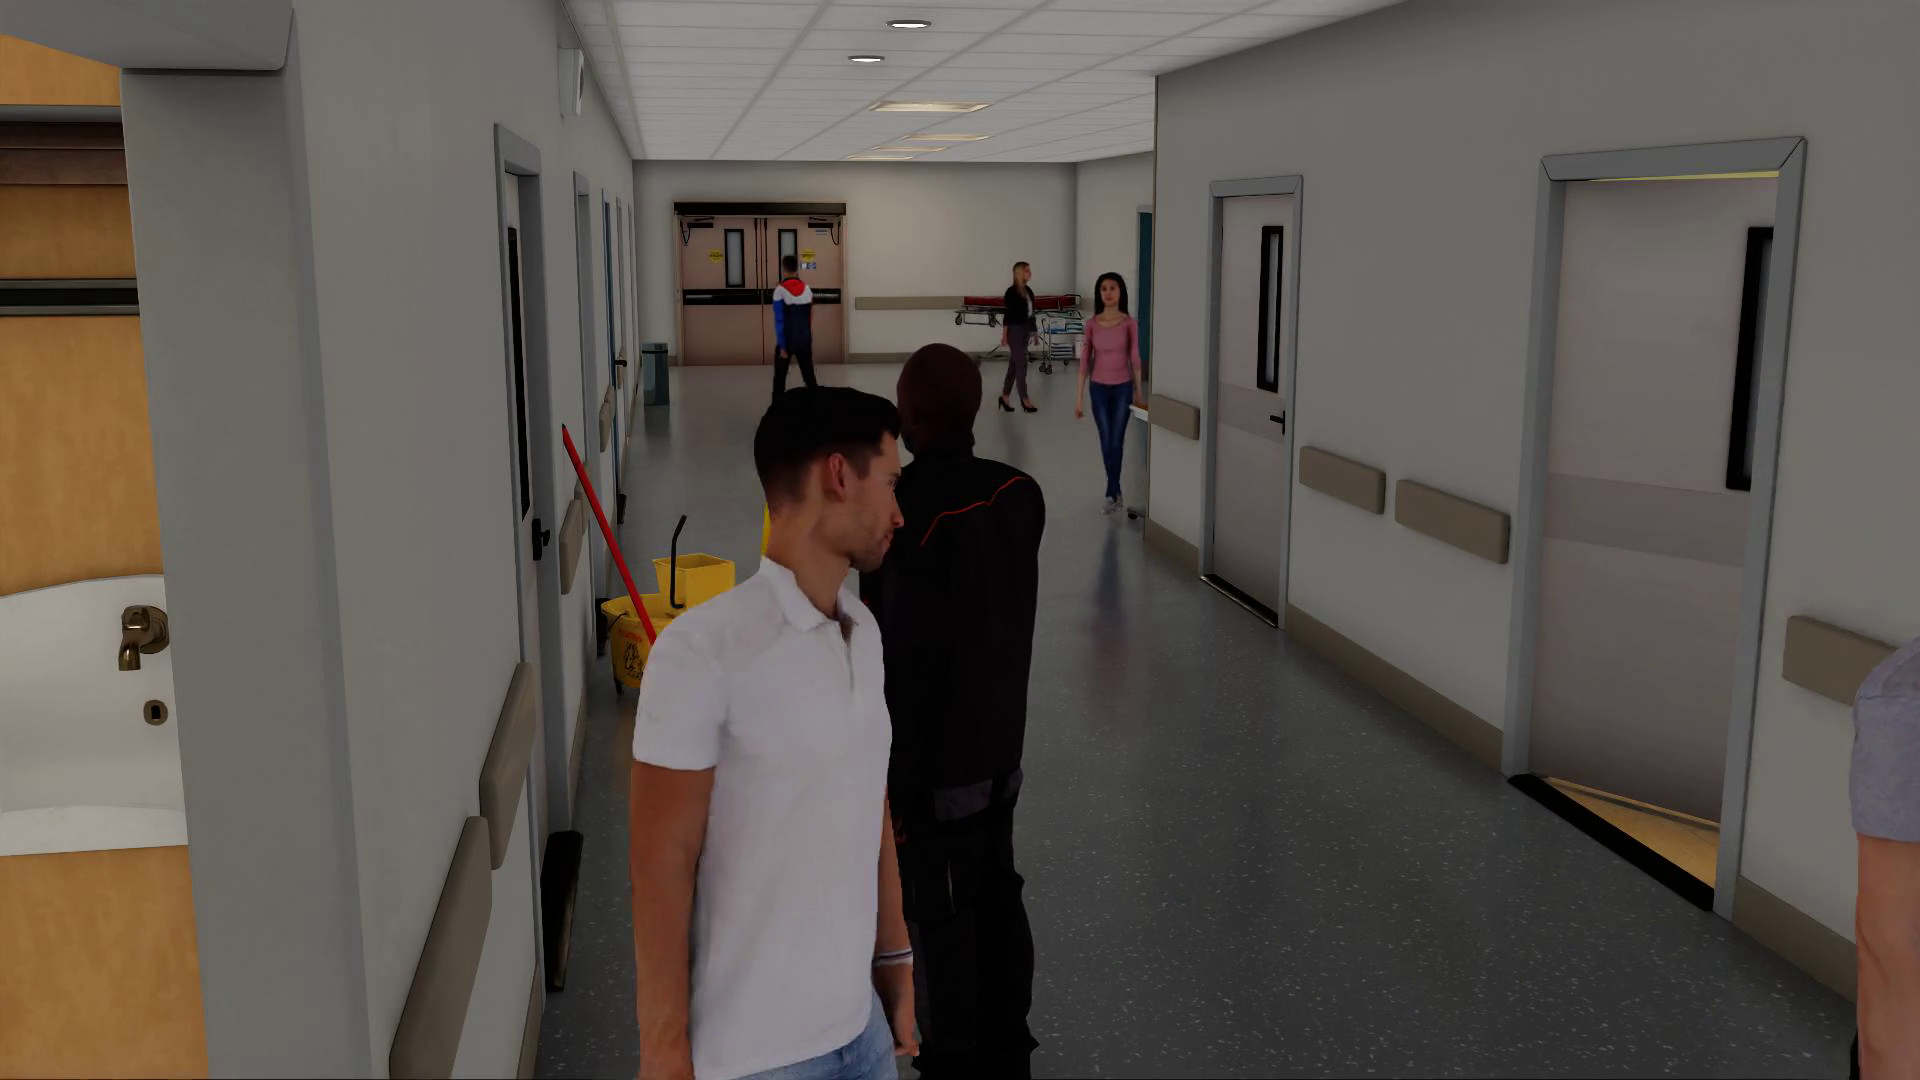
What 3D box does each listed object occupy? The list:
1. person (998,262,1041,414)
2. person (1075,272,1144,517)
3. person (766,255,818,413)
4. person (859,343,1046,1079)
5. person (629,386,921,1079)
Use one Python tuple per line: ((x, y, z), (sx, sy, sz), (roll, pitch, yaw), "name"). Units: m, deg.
((0.561, -2.228, 18.381), (0.935, 1.653, 0.875), (7, 13, 34), "person")
((1.113, -1.050, 11.990), (0.883, 1.722, 1.032), (4, 11, 19), "person")
((-1.668, -2.032, 17.181), (0.931, 1.716, 1.231), (-6, 12, -30), "person")
((-0.011, 0.467, 3.725), (0.850, 1.823, 0.773), (6, 13, 31), "person")
((-0.307, 0.703, 2.456), (0.867, 1.832, 0.913), (-8, 14, -38), "person")
